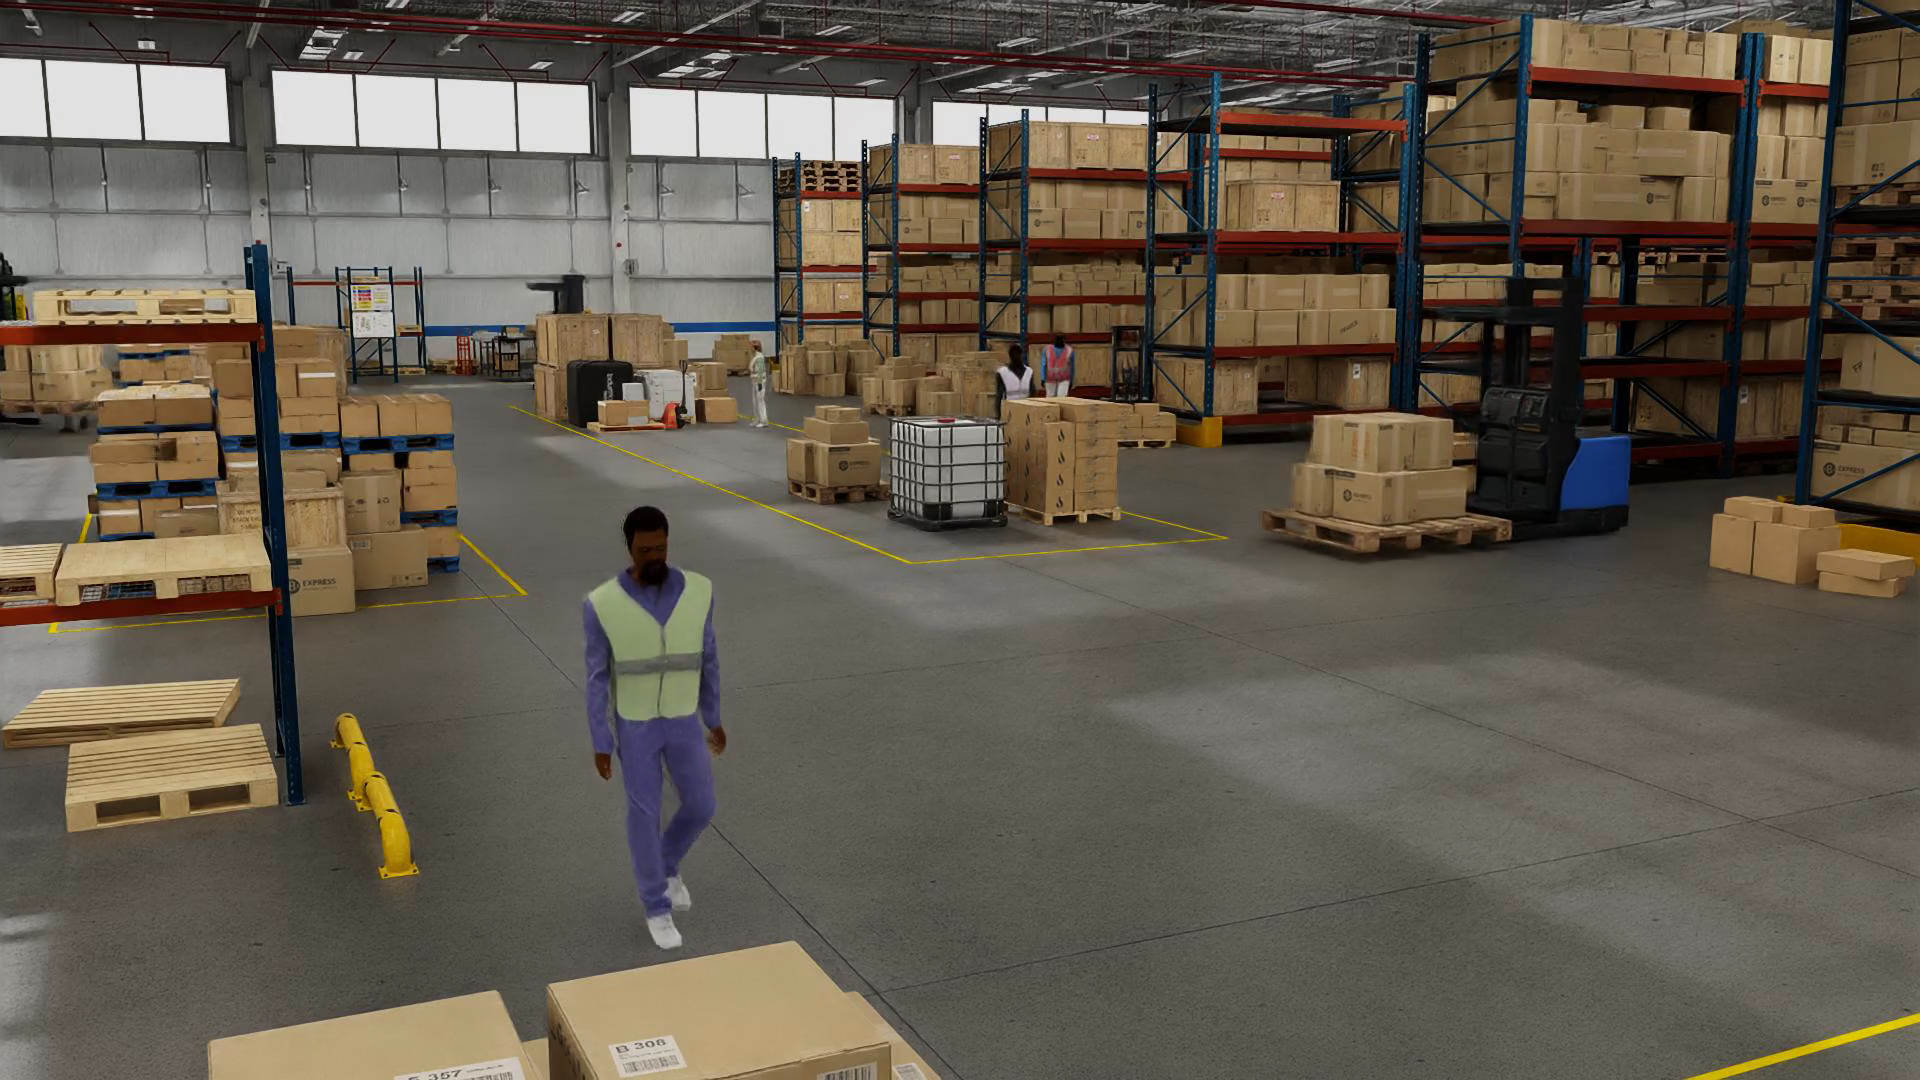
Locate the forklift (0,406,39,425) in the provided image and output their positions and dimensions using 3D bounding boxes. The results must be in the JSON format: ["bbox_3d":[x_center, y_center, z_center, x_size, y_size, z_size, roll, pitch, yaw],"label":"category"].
[{"bbox_3d":[-18.307,-3.479,30.670,1.873,2.768,1.129,3,10,17],"label":"forklift"}]

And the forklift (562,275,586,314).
[{"bbox_3d":[-9.290,-5.013,40.187,1.873,2.768,1.129,-4,10,-25],"label":"forklift"}]

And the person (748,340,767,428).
[{"bbox_3d":[-3.772,-2.913,31.031,0.313,1.632,0.523,-4,10,-23],"label":"person"}]

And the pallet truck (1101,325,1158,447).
[{"bbox_3d":[2.881,-2.596,27.923,0.823,1.965,1.885,-1,9,-7],"label":"pallet truck"}]

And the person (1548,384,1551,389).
[{"bbox_3d":[7.229,-1.269,20.040,0.337,1.882,0.584,7,11,37],"label":"person"}]

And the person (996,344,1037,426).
[{"bbox_3d":[0.774,-1.850,23.685,0.600,1.883,0.964,-6,11,-32],"label":"person"}]

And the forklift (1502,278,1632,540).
[{"bbox_3d":[6.416,-1.497,18.376,1.873,2.768,1.129,-4,10,-25],"label":"forklift"}]

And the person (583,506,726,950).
[{"bbox_3d":[-1.314,0.790,7.182,0.628,1.906,0.439,-6,11,-31],"label":"person"}]

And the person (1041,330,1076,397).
[{"bbox_3d":[1.826,-2.977,30.820,0.628,1.826,0.633,2,9,11],"label":"person"}]

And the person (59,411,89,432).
[{"bbox_3d":[-16.137,-2.876,29.945,0.481,1.914,0.638,3,10,16],"label":"person"}]
